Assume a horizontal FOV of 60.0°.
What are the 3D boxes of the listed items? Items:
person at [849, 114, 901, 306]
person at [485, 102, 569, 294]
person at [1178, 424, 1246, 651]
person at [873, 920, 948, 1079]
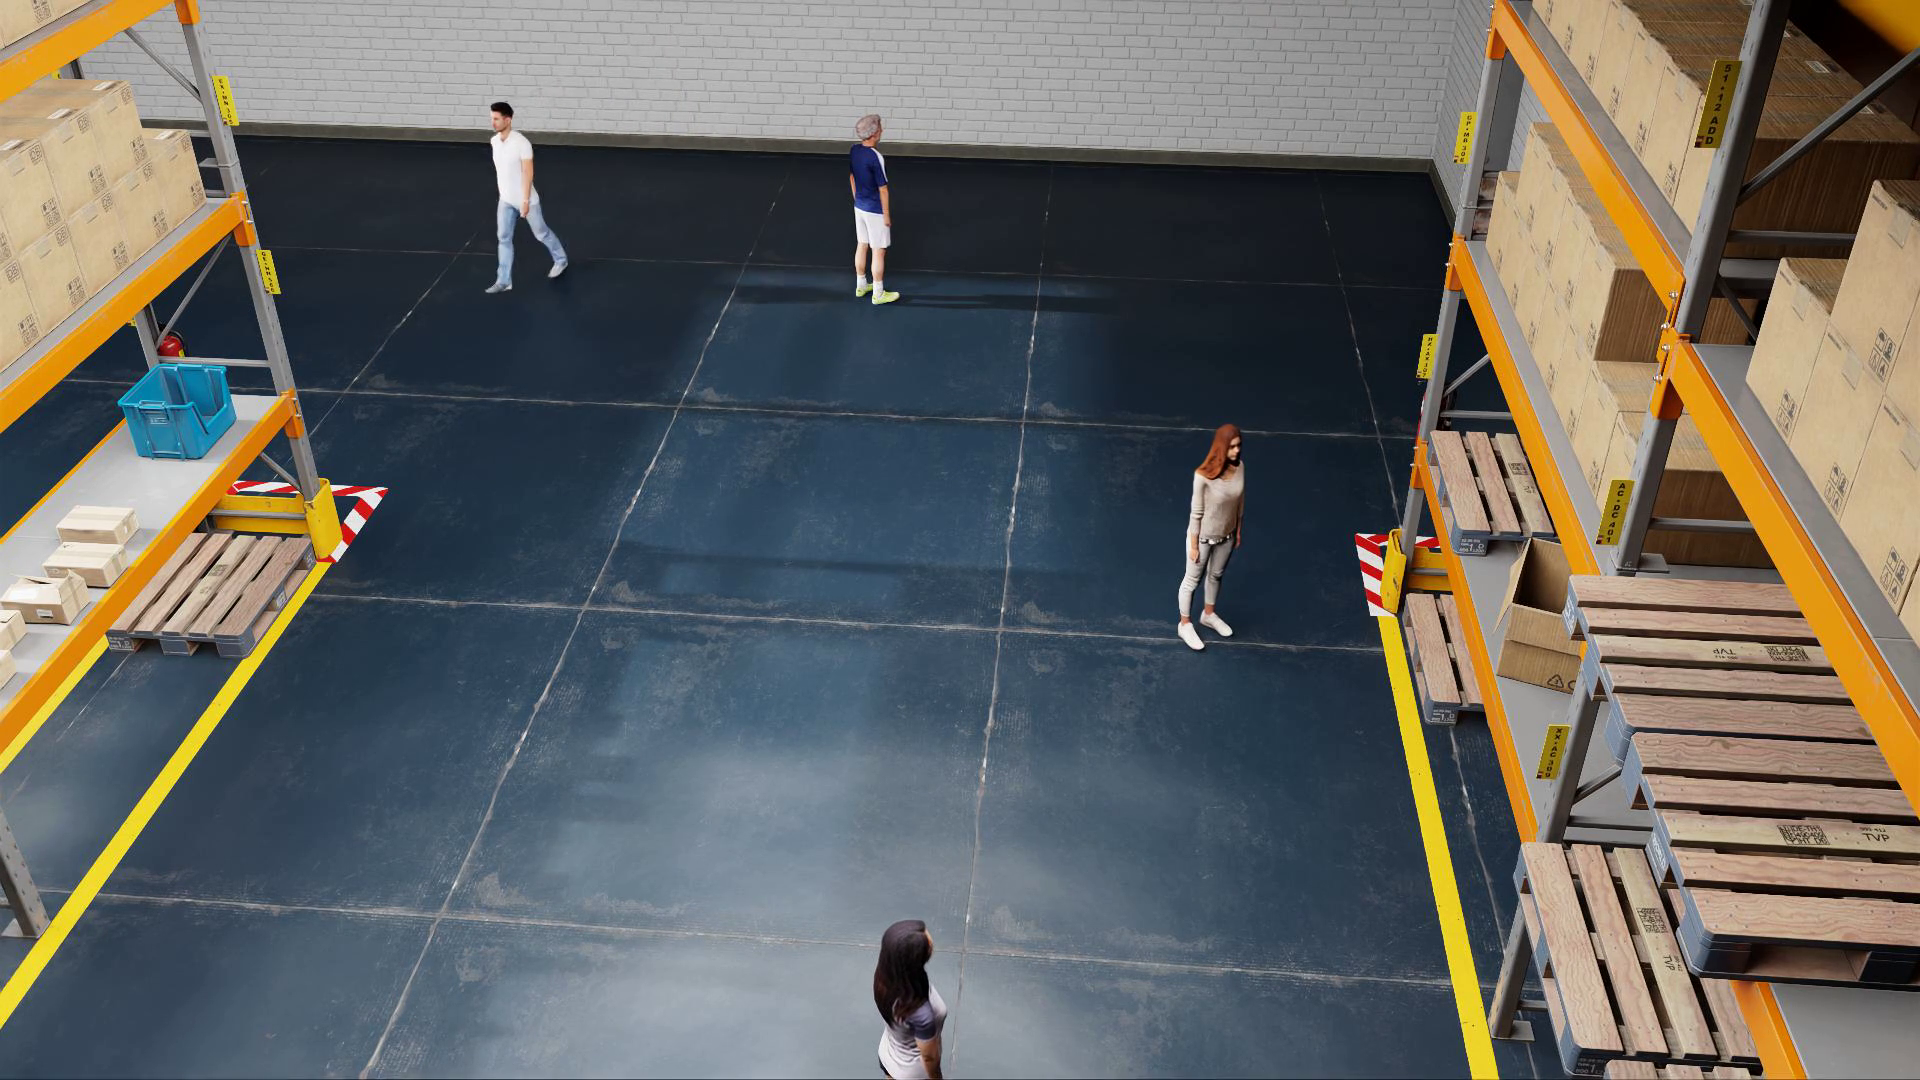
[{"bbox_3d":[-0.841,-3.148,15.781,0.770,1.838,0.714,-26,41,-33],"label":"person"},{"bbox_3d":[-4.179,-3.316,16.053,1.021,1.817,1.284,18,38,25],"label":"person"},{"bbox_3d":[1.694,-0.050,11.239,0.667,1.706,0.700,-18,38,-25],"label":"person"},{"bbox_3d":[-0.222,2.363,7.608,0.740,1.706,0.654,-19,38,-26],"label":"person"}]
